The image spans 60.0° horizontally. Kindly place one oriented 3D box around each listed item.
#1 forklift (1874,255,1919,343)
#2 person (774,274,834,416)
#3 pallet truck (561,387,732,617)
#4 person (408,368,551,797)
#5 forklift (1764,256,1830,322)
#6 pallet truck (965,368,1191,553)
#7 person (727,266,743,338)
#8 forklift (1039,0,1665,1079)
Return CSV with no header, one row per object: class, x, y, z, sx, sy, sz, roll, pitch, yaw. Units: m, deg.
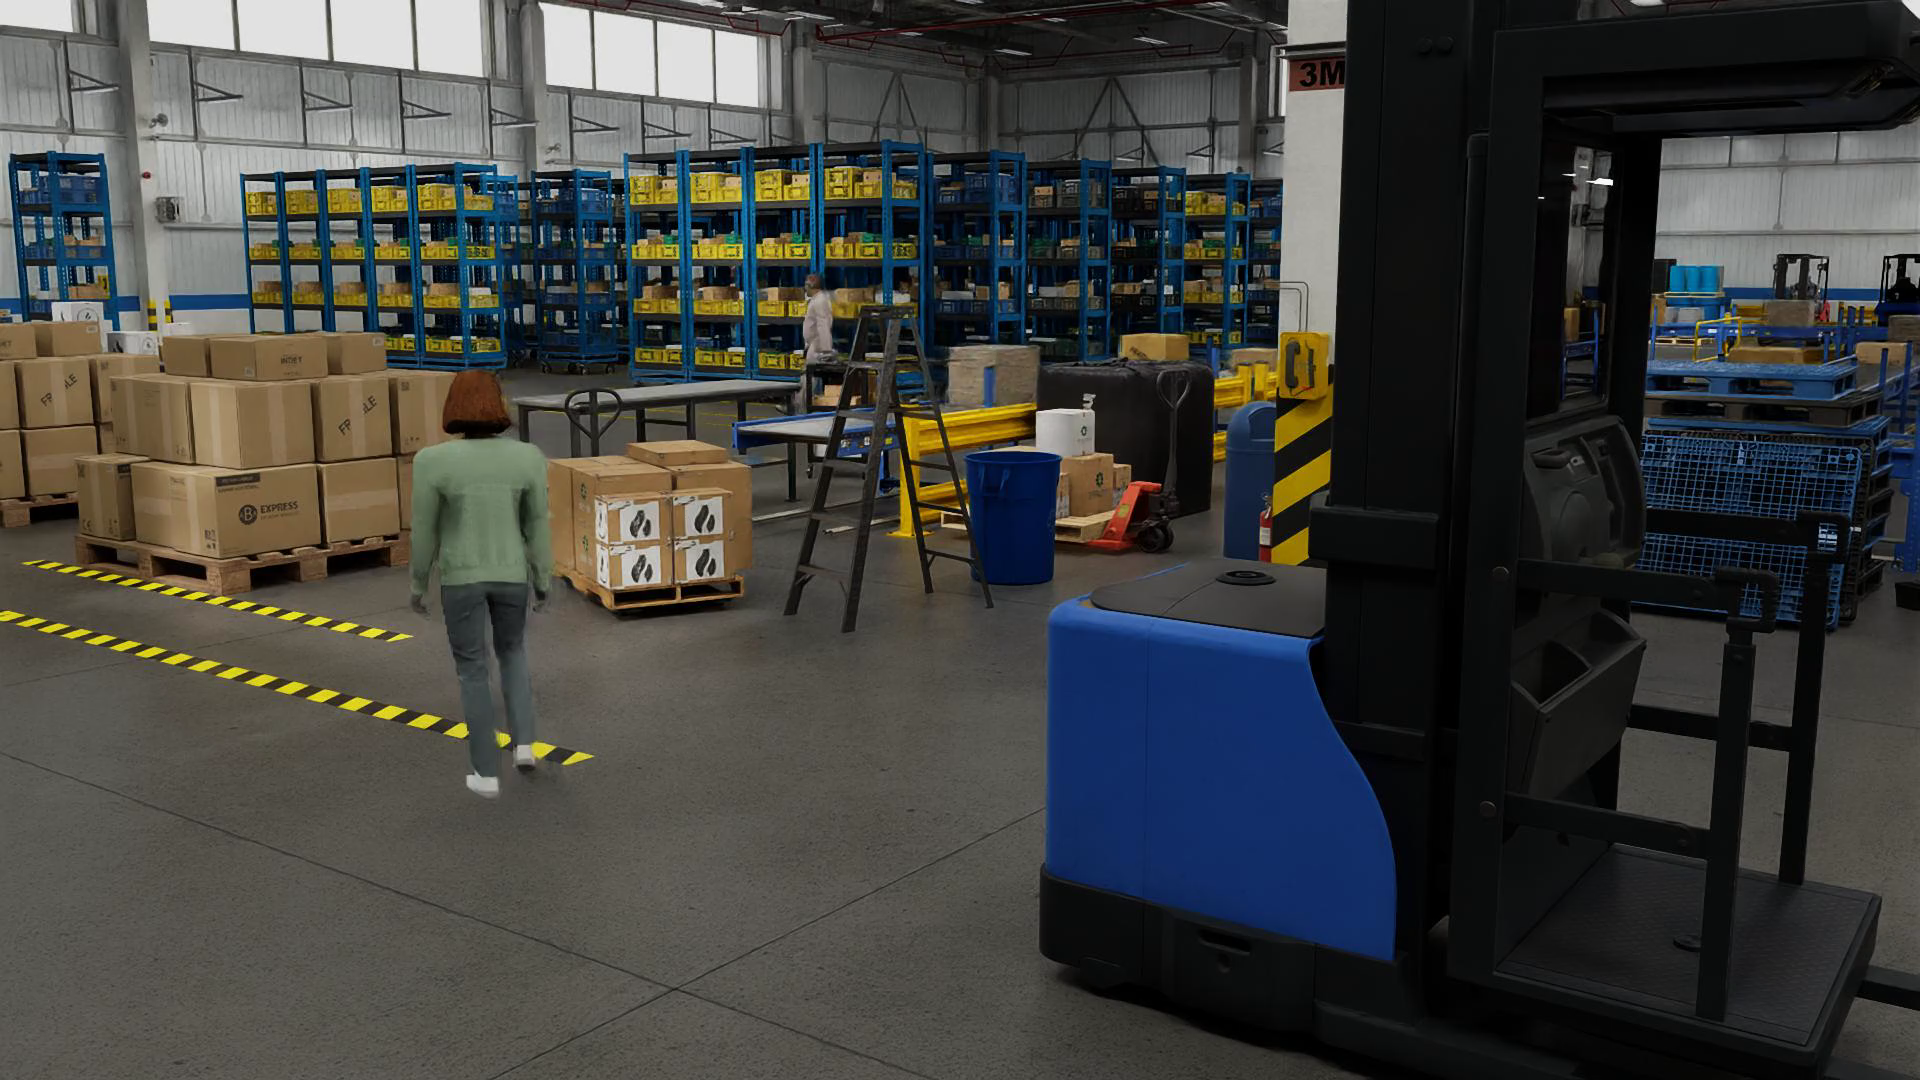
forklift,22.089,-5.634,38.796,1.157,1.987,2.680,6,11,33
person,-1.906,-2.490,21.432,1.000,1.848,0.664,-1,10,-4
pallet truck,-1.981,-0.274,10.088,0.680,1.201,1.601,-5,11,-28
person,-1.827,0.163,6.322,0.508,1.622,0.397,-6,11,-33
forklift,20.253,-5.854,40.139,1.157,1.987,2.680,7,12,35
pallet truck,0.845,-0.609,11.869,1.630,1.274,0.653,7,12,35
person,-4.218,-4.140,30.967,0.786,1.946,0.656,-1,10,-5
forklift,1.249,-0.137,4.360,1.873,2.768,1.129,7,12,35
